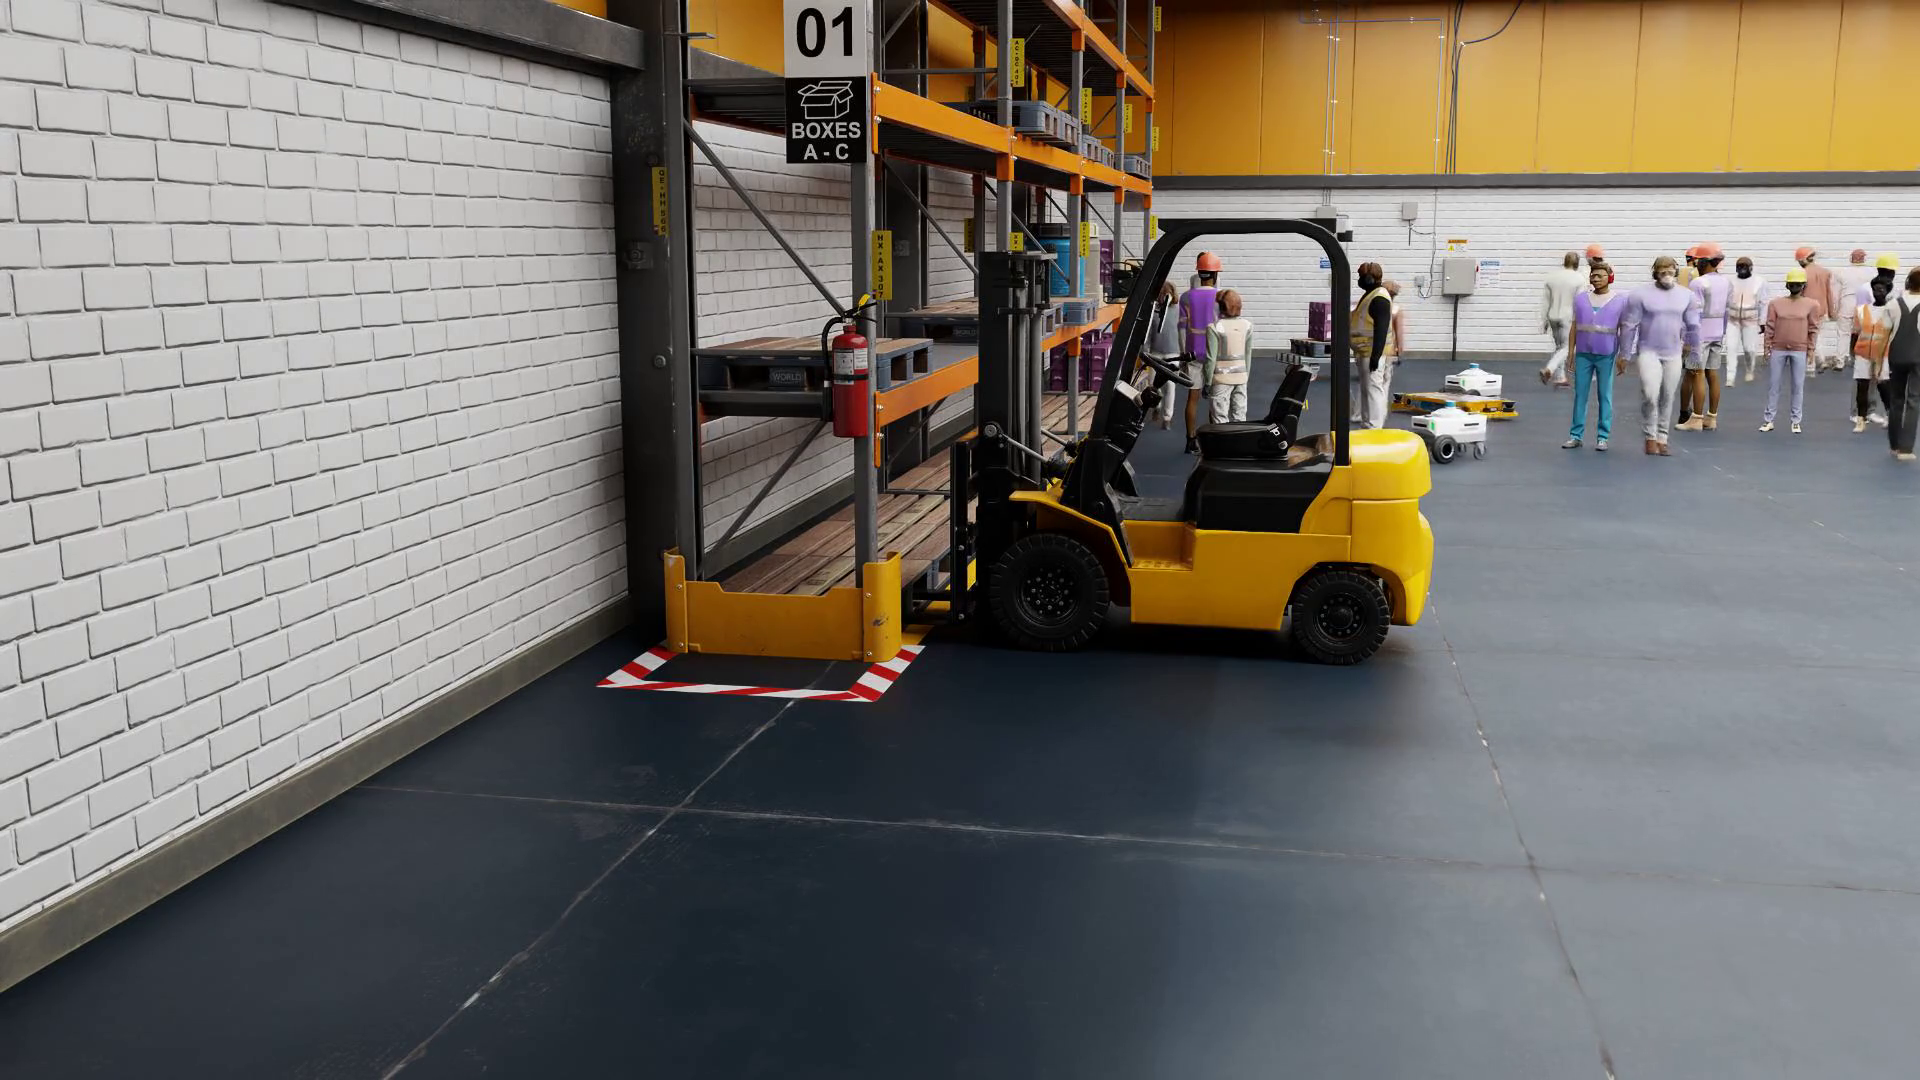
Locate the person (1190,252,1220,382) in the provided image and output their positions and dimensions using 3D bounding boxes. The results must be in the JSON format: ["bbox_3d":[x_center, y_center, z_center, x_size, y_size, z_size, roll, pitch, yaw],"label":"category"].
[{"bbox_3d":[3.510,-3.233,24.141,0.513,1.872,0.328,7,13,35],"label":"person"}]

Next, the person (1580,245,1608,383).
[{"bbox_3d":[9.134,-3.252,24.002,0.634,1.974,0.582,-10,14,-43],"label":"person"}]

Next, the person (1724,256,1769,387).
[{"bbox_3d":[10.956,-3.056,23.298,0.638,1.825,0.593,7,12,32],"label":"person"}]

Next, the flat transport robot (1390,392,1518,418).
[{"bbox_3d":[5.773,-1.585,19.490,0.652,0.197,1.431,-5,12,-26],"label":"flat transport robot"}]

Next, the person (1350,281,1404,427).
[{"bbox_3d":[4.646,-2.058,18.425,0.574,1.615,0.396,8,13,39],"label":"person"}]

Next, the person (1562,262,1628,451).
[{"bbox_3d":[6.264,-1.803,16.357,0.563,1.848,0.389,8,13,37],"label":"person"}]

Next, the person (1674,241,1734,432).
[{"bbox_3d":[7.985,-2.177,17.863,0.605,2.048,0.369,-6,12,-29],"label":"person"}]

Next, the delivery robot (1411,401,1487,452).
[{"bbox_3d":[4.586,-1.064,15.597,0.707,0.478,0.477,-5,11,-26],"label":"delivery robot"}]

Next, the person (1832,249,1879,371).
[{"bbox_3d":[13.946,-3.581,25.950,0.651,1.904,0.403,4,11,21],"label":"person"}]

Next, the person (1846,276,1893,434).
[{"bbox_3d":[9.749,-1.967,17.699,0.436,1.686,0.542,-10,14,-43],"label":"person"}]

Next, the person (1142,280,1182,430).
[{"bbox_3d":[2.244,-2.026,18.175,0.506,1.620,0.451,2,11,10],"label":"person"}]

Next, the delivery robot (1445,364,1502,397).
[{"bbox_3d":[6.221,-1.894,20.146,0.707,0.478,0.477,-6,12,-31],"label":"delivery robot"}]

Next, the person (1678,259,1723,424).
[{"bbox_3d":[8.198,-2.224,18.431,0.376,1.934,0.547,6,12,29],"label":"person"}]

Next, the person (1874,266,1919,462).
[{"bbox_3d":[8.935,-1.649,15.636,0.542,1.838,0.587,10,14,42],"label":"person"}]

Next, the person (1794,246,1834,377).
[{"bbox_3d":[12.710,-3.411,24.887,0.699,1.949,0.477,-2,11,-13],"label":"person"}]

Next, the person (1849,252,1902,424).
[{"bbox_3d":[10.300,-2.261,18.656,0.593,1.925,0.381,-3,11,-18],"label":"person"}]

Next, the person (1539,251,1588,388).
[{"bbox_3d":[8.252,-3.012,22.835,0.731,1.912,0.668,-6,12,-32],"label":"person"}]

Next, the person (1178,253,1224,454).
[{"bbox_3d":[2.372,-1.784,16.012,0.545,1.938,0.357,5,12,27],"label":"person"}]

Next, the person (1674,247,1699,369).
[{"bbox_3d":[11.592,-3.684,26.452,0.374,1.928,0.542,-3,11,-16],"label":"person"}]

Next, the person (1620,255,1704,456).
[{"bbox_3d":[6.683,-1.737,15.803,0.752,1.912,0.538,1,10,7],"label":"person"}]

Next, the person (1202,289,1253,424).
[{"bbox_3d":[2.329,-1.357,14.477,0.514,1.645,0.307,-7,12,-32],"label":"person"}]

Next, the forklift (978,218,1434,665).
[{"bbox_3d":[1.285,-0.567,8.635,2.313,2.155,1.214,2,11,11],"label":"forklift"}]

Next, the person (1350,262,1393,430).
[{"bbox_3d":[4.122,-1.872,16.771,0.430,1.840,0.620,0,10,3],"label":"person"}]

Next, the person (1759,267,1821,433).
[{"bbox_3d":[8.883,-2.028,17.810,0.525,1.771,0.305,6,12,32],"label":"person"}]
